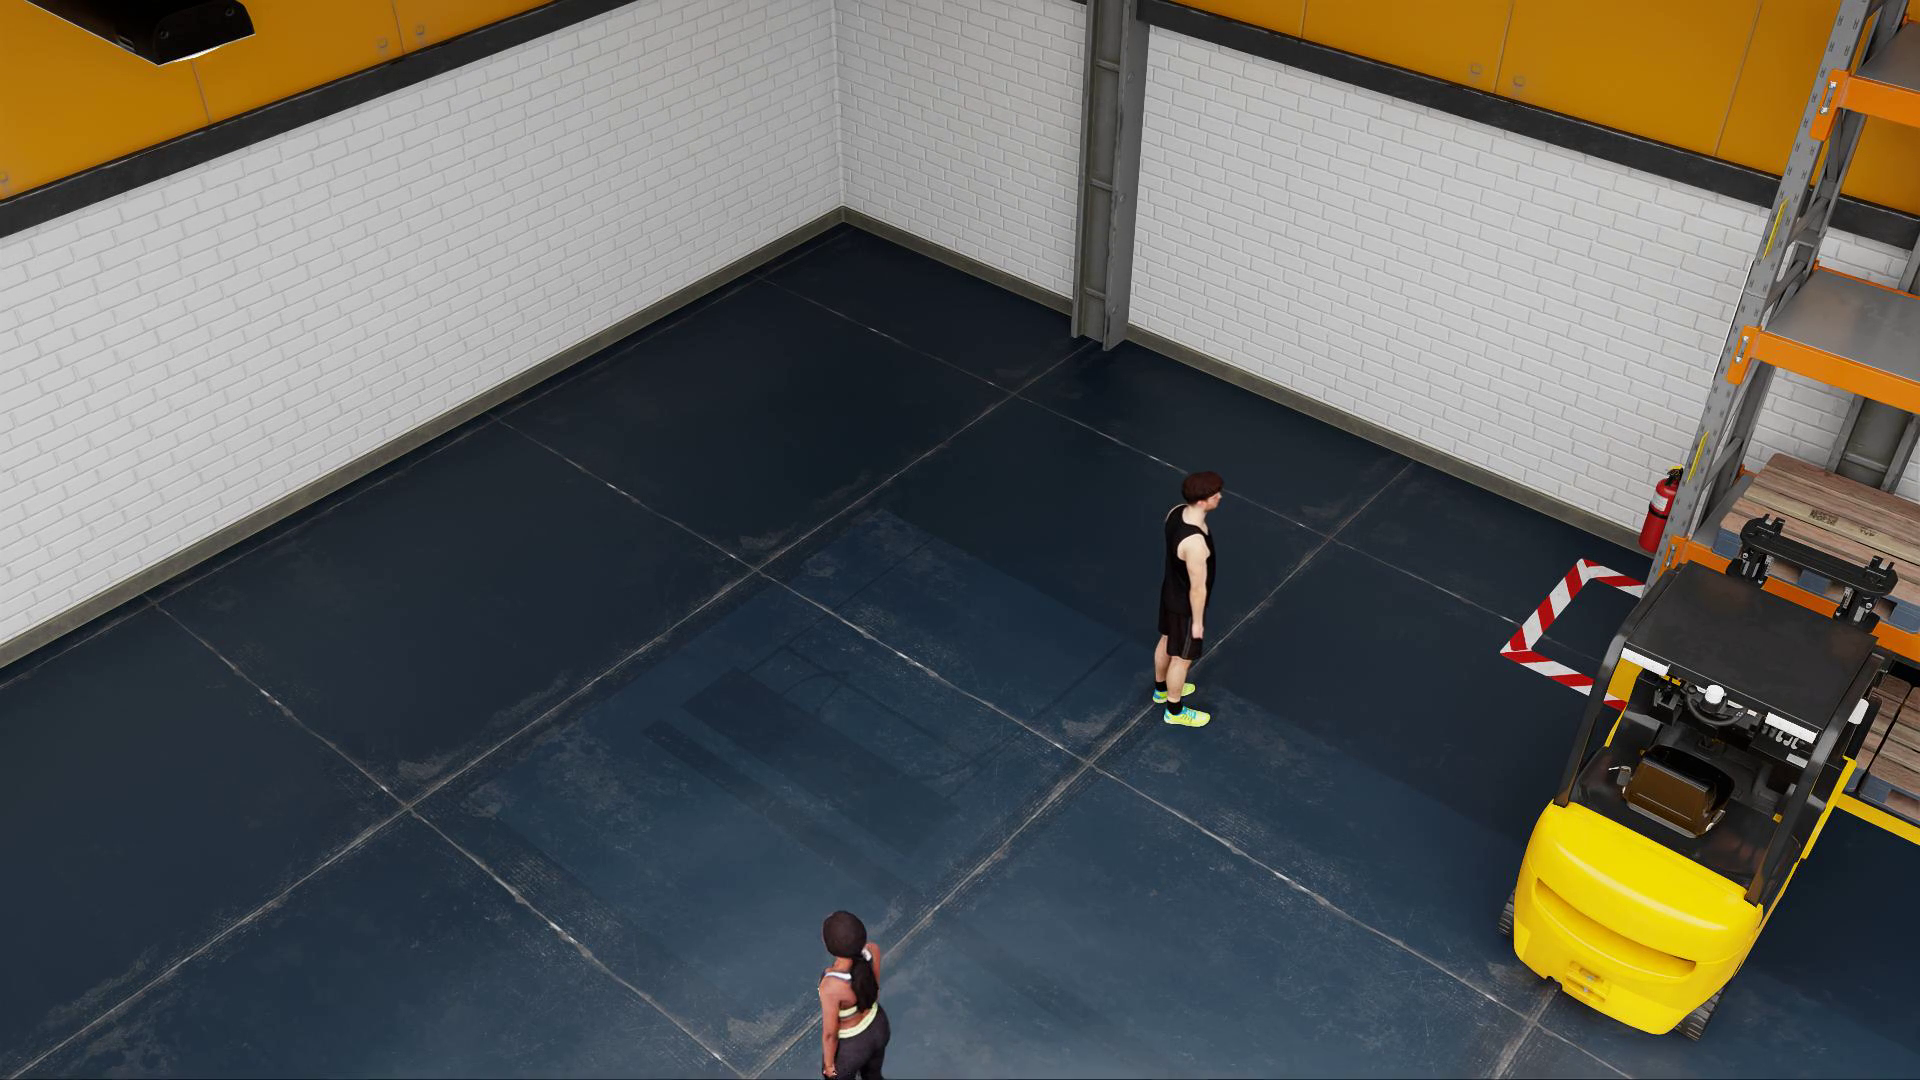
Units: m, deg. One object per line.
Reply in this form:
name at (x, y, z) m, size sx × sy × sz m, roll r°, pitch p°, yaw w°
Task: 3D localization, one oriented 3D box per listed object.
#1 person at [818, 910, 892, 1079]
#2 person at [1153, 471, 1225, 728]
person at (-0.462, 2.397, 7.917) m, size 0.543 × 1.752 × 0.581 m, roll 30°, pitch 47°, yaw 32°
person at (1.407, 0.356, 10.362) m, size 0.820 × 1.890 × 0.740 m, roll -6°, pitch 39°, yaw -8°
